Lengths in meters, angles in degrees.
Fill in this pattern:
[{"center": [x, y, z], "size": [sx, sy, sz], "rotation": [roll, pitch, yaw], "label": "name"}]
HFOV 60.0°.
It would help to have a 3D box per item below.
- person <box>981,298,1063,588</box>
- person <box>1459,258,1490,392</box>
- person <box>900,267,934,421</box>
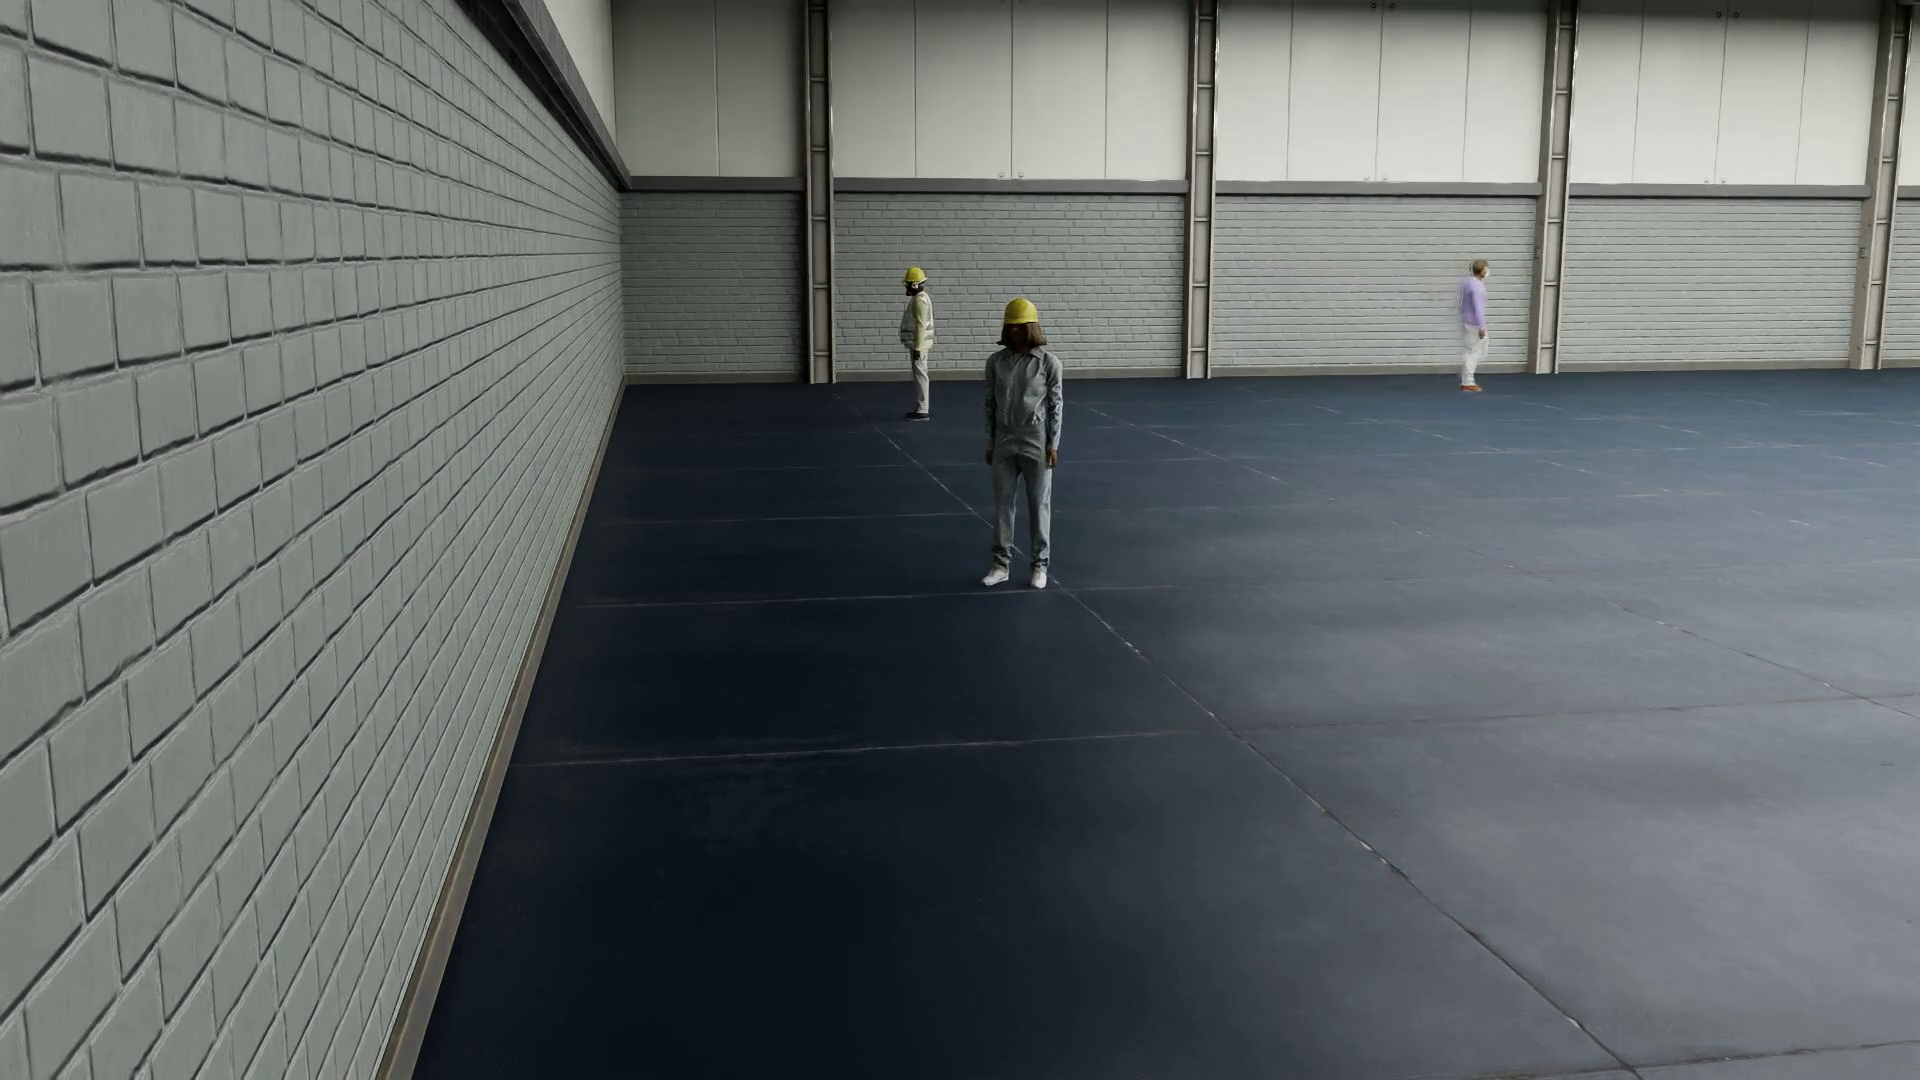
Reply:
[{"center": [0.369, -0.575, 10.009], "size": [0.487, 1.744, 0.313], "rotation": [4, 10, 20], "label": "person"}, {"center": [7.433, -3.080, 23.916], "size": [0.454, 1.918, 0.651], "rotation": [2, 10, 9], "label": "person"}, {"center": [-0.518, -2.339, 19.909], "size": [0.403, 1.830, 0.599], "rotation": [0, 10, 0], "label": "person"}]
